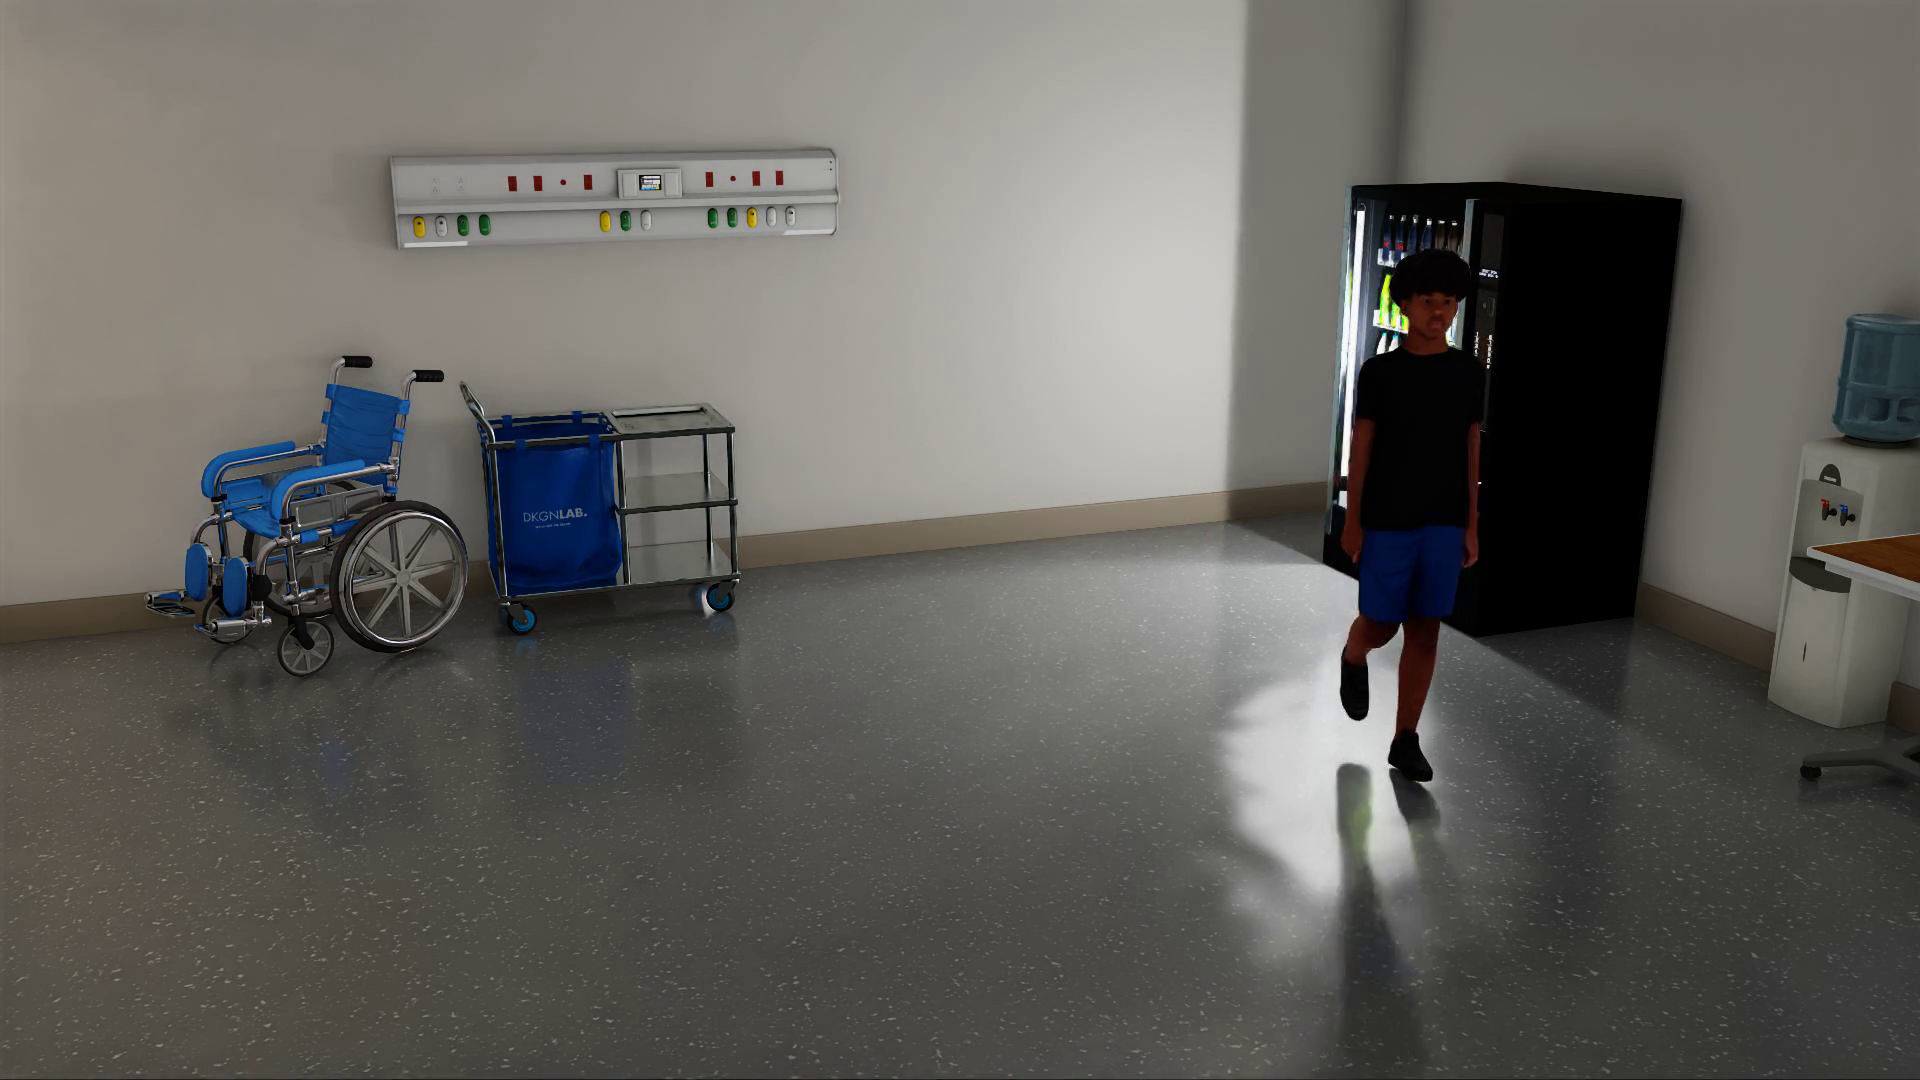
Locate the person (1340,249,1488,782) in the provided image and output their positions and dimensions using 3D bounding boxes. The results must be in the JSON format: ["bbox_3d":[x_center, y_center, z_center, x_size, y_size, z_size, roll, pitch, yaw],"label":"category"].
[{"bbox_3d":[1.520,-0.097,5.678,0.774,1.784,0.989,-1,16,-3],"label":"person"}]
